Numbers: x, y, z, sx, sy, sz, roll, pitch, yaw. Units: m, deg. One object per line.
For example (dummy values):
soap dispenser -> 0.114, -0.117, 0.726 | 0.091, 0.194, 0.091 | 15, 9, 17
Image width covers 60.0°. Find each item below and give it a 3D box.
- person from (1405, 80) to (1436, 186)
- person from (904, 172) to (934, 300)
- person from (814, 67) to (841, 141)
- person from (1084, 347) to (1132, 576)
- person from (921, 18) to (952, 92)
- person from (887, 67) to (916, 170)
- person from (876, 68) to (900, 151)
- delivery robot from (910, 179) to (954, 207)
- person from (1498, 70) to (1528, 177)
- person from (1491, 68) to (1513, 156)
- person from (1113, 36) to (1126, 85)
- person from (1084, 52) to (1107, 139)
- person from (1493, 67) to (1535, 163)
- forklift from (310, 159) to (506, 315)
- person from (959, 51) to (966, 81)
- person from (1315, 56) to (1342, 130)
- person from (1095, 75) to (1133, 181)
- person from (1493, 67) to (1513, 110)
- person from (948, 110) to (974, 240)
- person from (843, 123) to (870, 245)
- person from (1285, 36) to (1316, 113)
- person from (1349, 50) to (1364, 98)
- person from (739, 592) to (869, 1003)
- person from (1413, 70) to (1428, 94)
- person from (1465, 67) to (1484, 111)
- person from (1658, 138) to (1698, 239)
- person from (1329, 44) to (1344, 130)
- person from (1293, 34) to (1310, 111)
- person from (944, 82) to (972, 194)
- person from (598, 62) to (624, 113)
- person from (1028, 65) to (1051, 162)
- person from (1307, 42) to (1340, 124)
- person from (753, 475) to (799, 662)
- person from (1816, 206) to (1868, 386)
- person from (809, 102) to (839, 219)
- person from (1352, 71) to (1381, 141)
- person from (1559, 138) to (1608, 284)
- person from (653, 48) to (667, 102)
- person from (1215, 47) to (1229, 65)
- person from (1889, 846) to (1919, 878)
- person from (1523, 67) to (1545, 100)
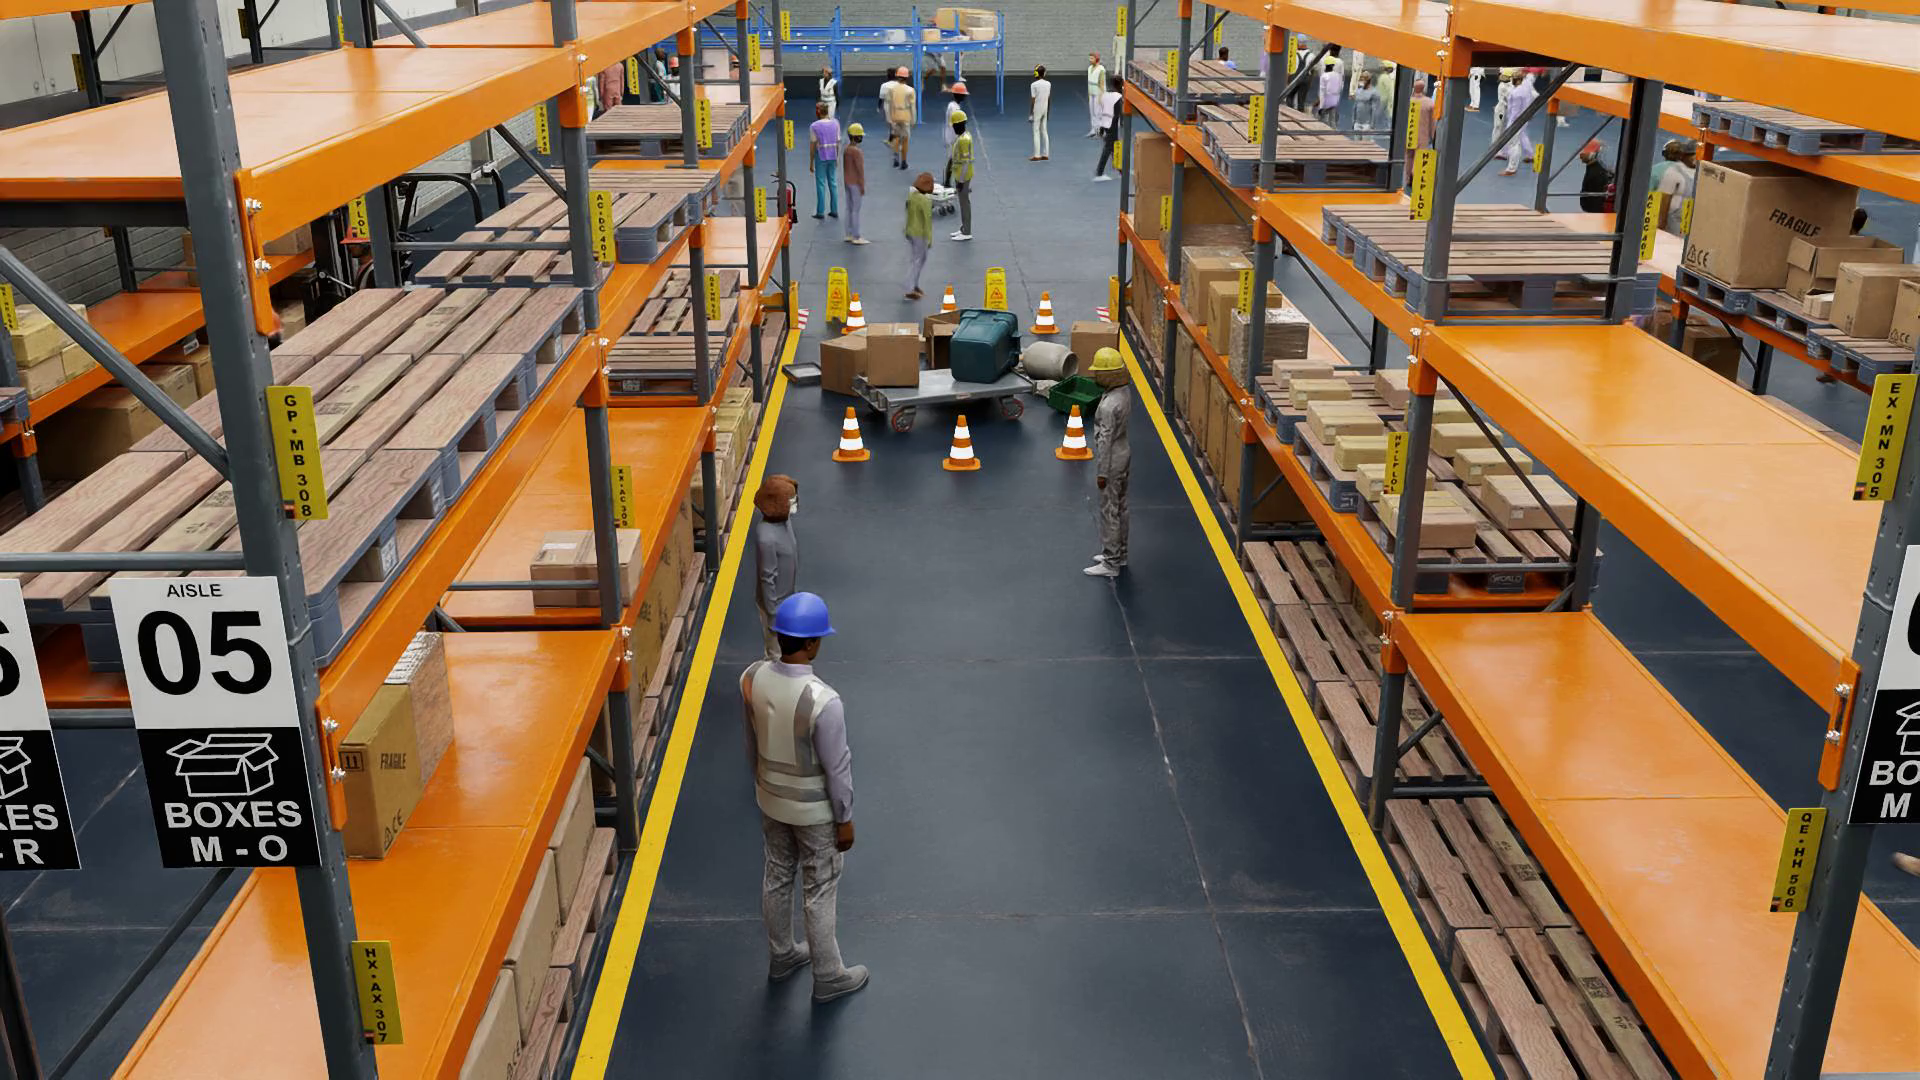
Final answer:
person -> 8.134, -7.239, 29.703 | 0.649, 1.885, 0.751 | 10, 23, 25
person -> -0.522, -3.863, 21.162 | 0.469, 1.602, 0.522 | -11, 23, -26
person -> -2.798, -9.264, 35.463 | 0.517, 1.594, 0.854 | 17, 27, 38
person -> 1.095, -0.576, 12.311 | 0.322, 1.734, 0.488 | 8, 22, 19
person -> -0.696, -13.299, 45.551 | 0.880, 2.015, 0.614 | 10, 23, 25
person -> -1.108, -8.082, 31.881 | 0.576, 1.920, 0.407 | 5, 21, 13
person -> -1.434, -8.931, 34.493 | 0.543, 1.642, 0.861 | -15, 25, -35
delivery robot -> -0.455, -5.682, 27.308 | 0.707, 0.478, 0.477 | 12, 24, 28
person -> 10.351, -7.774, 31.051 | 0.371, 1.935, 0.627 | 11, 23, 27
person -> 10.998, -8.670, 33.694 | 0.309, 1.736, 0.484 | 8, 22, 21
person -> 4.605, -13.834, 47.485 | 0.509, 1.632, 0.269 | 7, 22, 17
person -> 2.977, -9.698, 36.275 | 0.395, 1.835, 0.578 | -9, 23, -23
person -> 11.054, -8.397, 32.813 | 0.886, 1.860, 0.664 | 14, 25, 33
forklift -> -5.622, -2.910, 17.832 | 2.313, 2.155, 1.214 | -1, 21, -1
person -> 0.038, -14.323, 48.627 | 0.295, 1.744, 0.484 | -1, 21, -4
person -> 7.550, -9.049, 34.477 | 0.610, 1.889, 0.892 | -12, 24, -29
person -> 2.905, -7.578, 30.621 | 0.950, 1.873, 0.596 | -7, 22, -17
person -> 13.632, -11.670, 41.420 | 0.356, 1.883, 0.574 | -7, 22, -18
person -> 0.017, -5.479, 25.008 | 0.381, 1.917, 0.585 | 0, 21, 0
person -> -1.550, -5.289, 24.718 | 0.331, 1.765, 0.532 | -10, 23, -25
person -> 7.801, -10.604, 38.383 | 0.697, 2.000, 0.739 | -1, 21, -3
person -> 10.568, -12.571, 44.165 | 0.278, 1.628, 0.501 | 16, 26, 36
person -> -0.699, 1.156, 7.439 | 0.601, 1.940, 0.395 | 17, 26, 37
person -> 10.052, -9.769, 36.436 | 0.326, 1.858, 0.520 | 16, 26, 36
person -> 12.792, -11.604, 41.262 | 0.355, 1.876, 0.574 | 1, 21, 3
person -> 9.335, -4.202, 21.460 | 0.693, 2.000, 0.849 | -11, 23, -26
person -> 8.339, -10.050, 37.035 | 0.373, 1.959, 0.617 | 8, 22, 20
person -> 8.188, -11.187, 40.059 | 0.397, 1.944, 0.602 | -6, 22, -16
person -> 0.001, -6.984, 28.984 | 0.693, 1.912, 0.576 | -2, 21, -5
person -> -7.671, -9.820, 36.498 | 0.648, 1.907, 0.409 | -19, 28, -41
person -> 1.577, -8.448, 32.944 | 0.499, 1.861, 0.328 | -17, 27, -38
person -> 8.568, -10.757, 38.813 | 0.615, 2.028, 0.765 | -19, 28, -41
person -> -1.074, 0.375, 9.942 | 0.295, 1.622, 0.511 | 2, 21, 6
person -> 9.162, -2.555, 17.385 | 0.517, 1.849, 0.580 | -1, 21, -3
person -> -2.164, -6.106, 26.790 | 0.564, 1.833, 0.393 | -18, 27, -39
person -> 7.517, -7.730, 30.952 | 0.391, 1.928, 0.632 | -11, 23, -27
person -> 8.393, -4.286, 21.826 | 0.788, 1.953, 0.621 | 5, 21, 13
person -> -6.674, -10.052, 37.195 | 0.330, 1.844, 0.520 | -6, 22, -15
person -> 5.706, -9.892, 36.691 | 0.400, 1.907, 0.600 | -8, 22, -21
person -> 5.107, 0.866, 8.362 | 0.519, 1.834, 0.356 | -13, 24, -31
person -> 14.712, -12.020, 42.561 | 0.563, 1.712, 0.713 | -7, 22, -18
